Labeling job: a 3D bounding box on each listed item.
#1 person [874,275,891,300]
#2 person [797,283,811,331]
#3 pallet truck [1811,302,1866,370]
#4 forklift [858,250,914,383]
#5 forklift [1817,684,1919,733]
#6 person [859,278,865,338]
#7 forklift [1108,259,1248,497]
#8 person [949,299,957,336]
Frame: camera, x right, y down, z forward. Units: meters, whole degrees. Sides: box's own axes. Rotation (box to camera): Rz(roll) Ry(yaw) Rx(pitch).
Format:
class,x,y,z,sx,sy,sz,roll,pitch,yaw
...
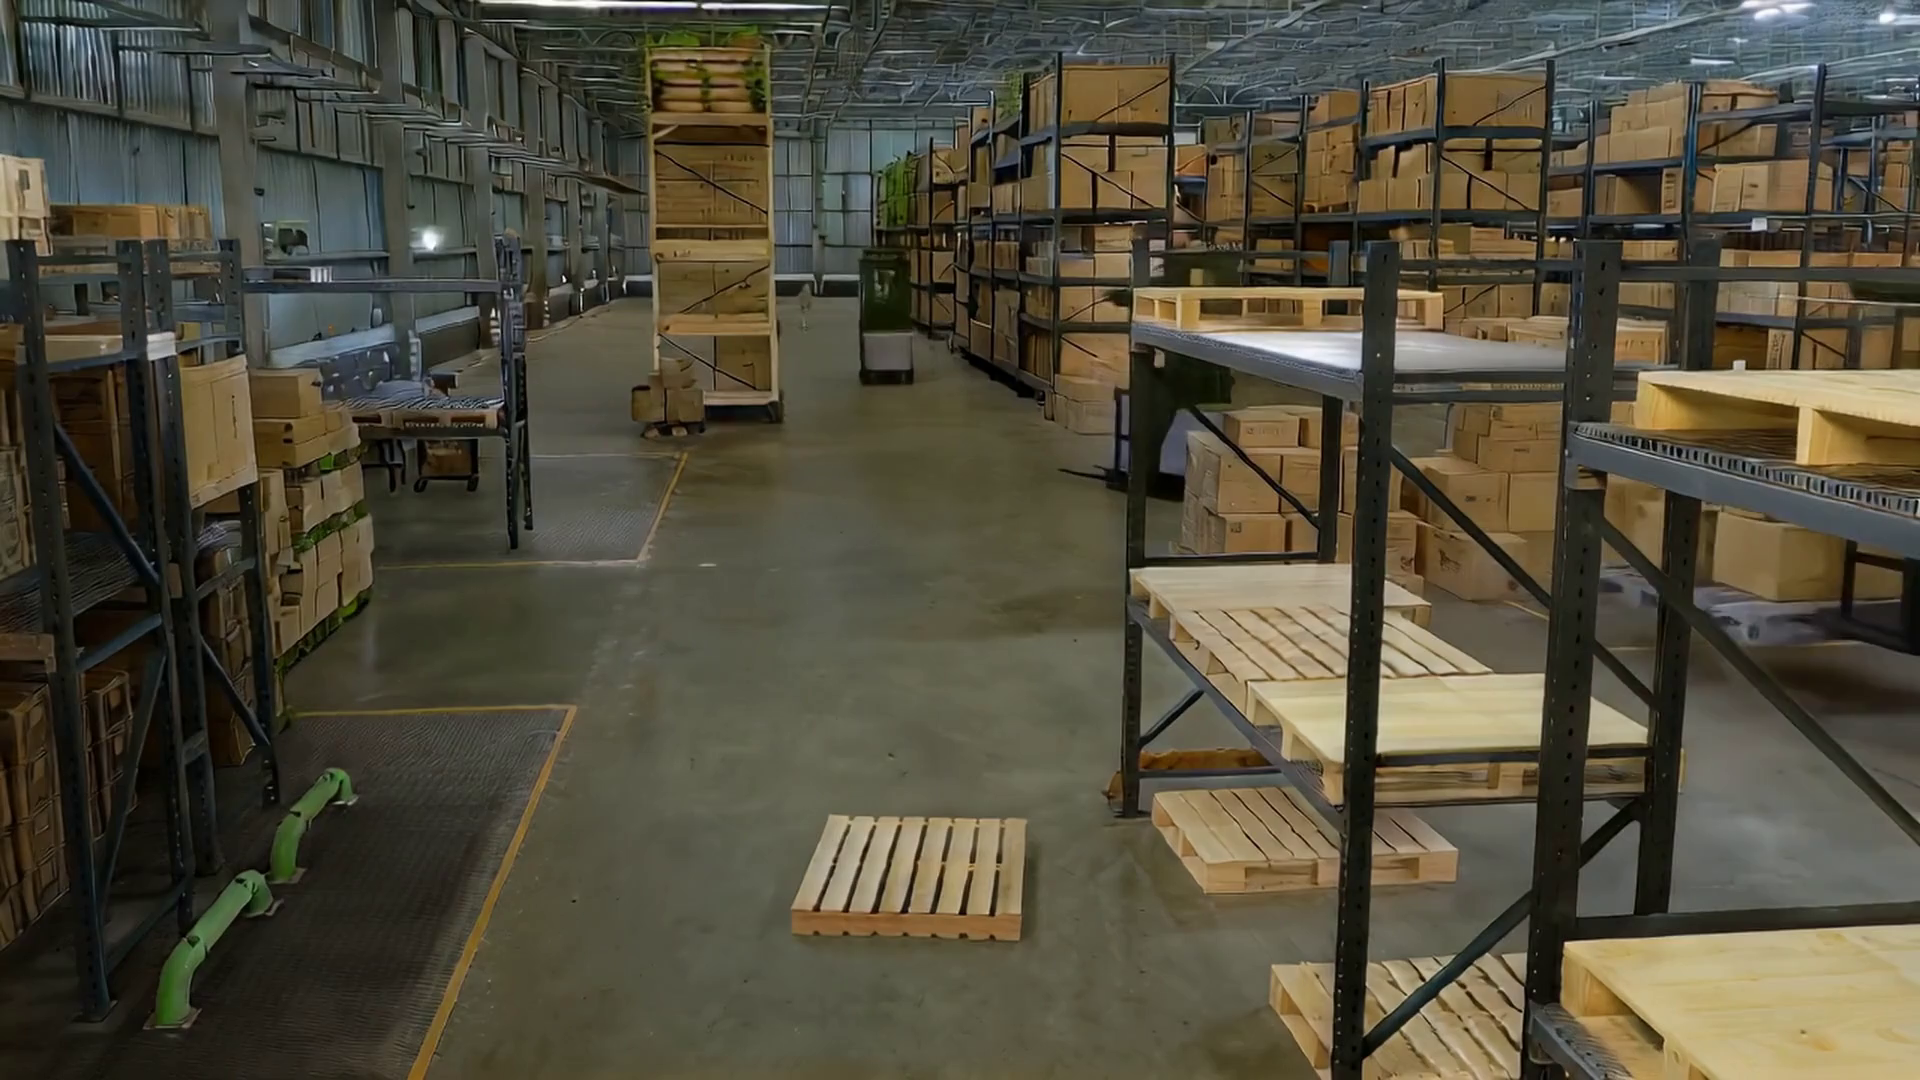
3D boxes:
class,x,y,z,sx,sy,sz,roll,pitch,yaw
person,-2.610,-7.928,55.695,0.596,1.867,1.041,-2,10,-8
person,-5.292,-7.852,55.994,0.516,1.596,0.700,-6,12,-30
pallet truck,15.846,-3.142,28.793,1.885,1.965,0.823,2,10,12
forklift,-1.585,-4.796,35.508,1.129,2.768,1.873,-1,10,-6
forklift,6.365,-0.162,9.828,1.129,2.768,1.873,-3,11,-16
person,-2.723,-6.778,48.973,0.434,1.980,0.646,-1,10,-5
forklift,2.819,-1.917,19.557,1.129,2.768,1.873,-8,13,-39
person,0.065,-6.037,45.368,0.885,1.807,0.633,1,10,8
